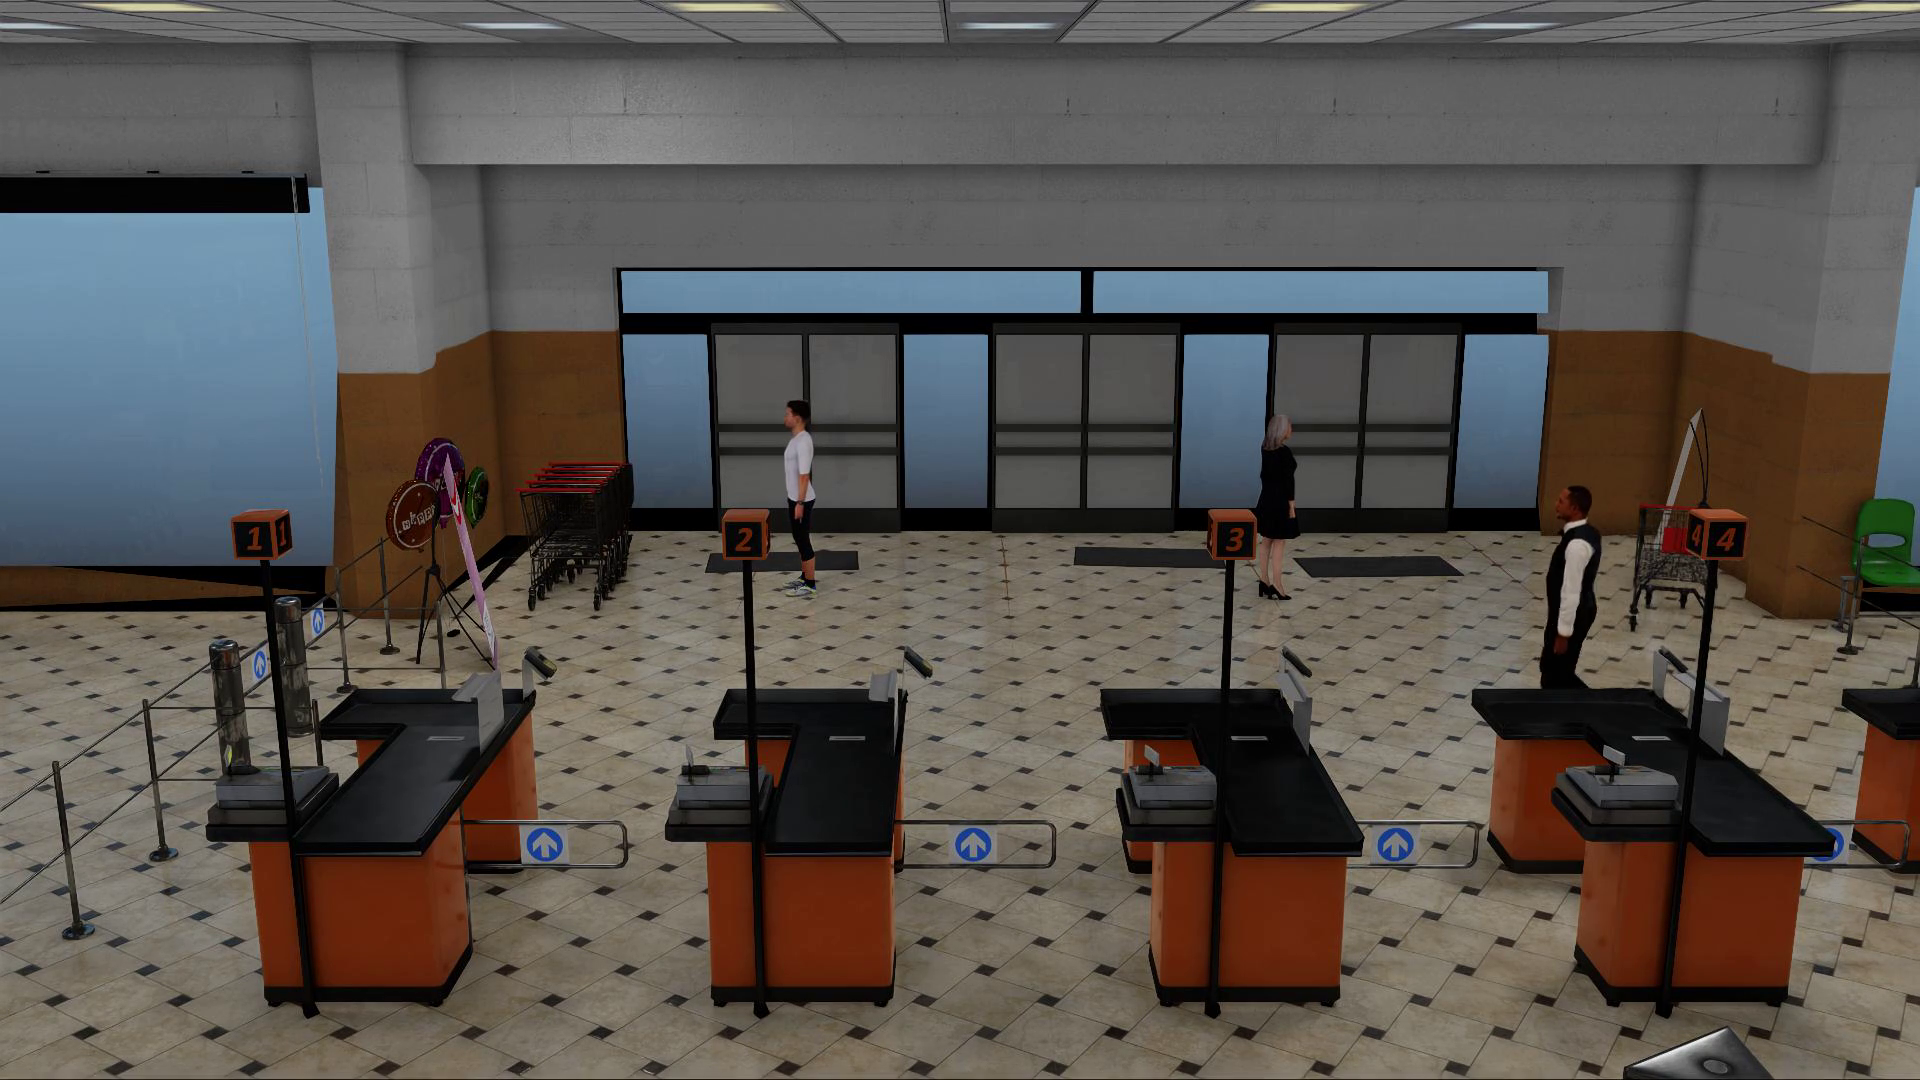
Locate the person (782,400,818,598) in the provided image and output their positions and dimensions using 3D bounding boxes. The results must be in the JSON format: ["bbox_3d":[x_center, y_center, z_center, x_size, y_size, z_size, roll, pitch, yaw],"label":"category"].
[{"bbox_3d":[-1.501,-0.402,15.672,0.772,1.851,0.543,-2,14,-10],"label":"person"}]

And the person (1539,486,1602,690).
[{"bbox_3d":[4.324,0.568,11.551,0.983,1.908,0.971,7,15,27],"label":"person"}]

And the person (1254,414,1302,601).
[{"bbox_3d":[2.966,-0.315,15.536,0.754,1.746,0.646,-7,15,-26],"label":"person"}]
